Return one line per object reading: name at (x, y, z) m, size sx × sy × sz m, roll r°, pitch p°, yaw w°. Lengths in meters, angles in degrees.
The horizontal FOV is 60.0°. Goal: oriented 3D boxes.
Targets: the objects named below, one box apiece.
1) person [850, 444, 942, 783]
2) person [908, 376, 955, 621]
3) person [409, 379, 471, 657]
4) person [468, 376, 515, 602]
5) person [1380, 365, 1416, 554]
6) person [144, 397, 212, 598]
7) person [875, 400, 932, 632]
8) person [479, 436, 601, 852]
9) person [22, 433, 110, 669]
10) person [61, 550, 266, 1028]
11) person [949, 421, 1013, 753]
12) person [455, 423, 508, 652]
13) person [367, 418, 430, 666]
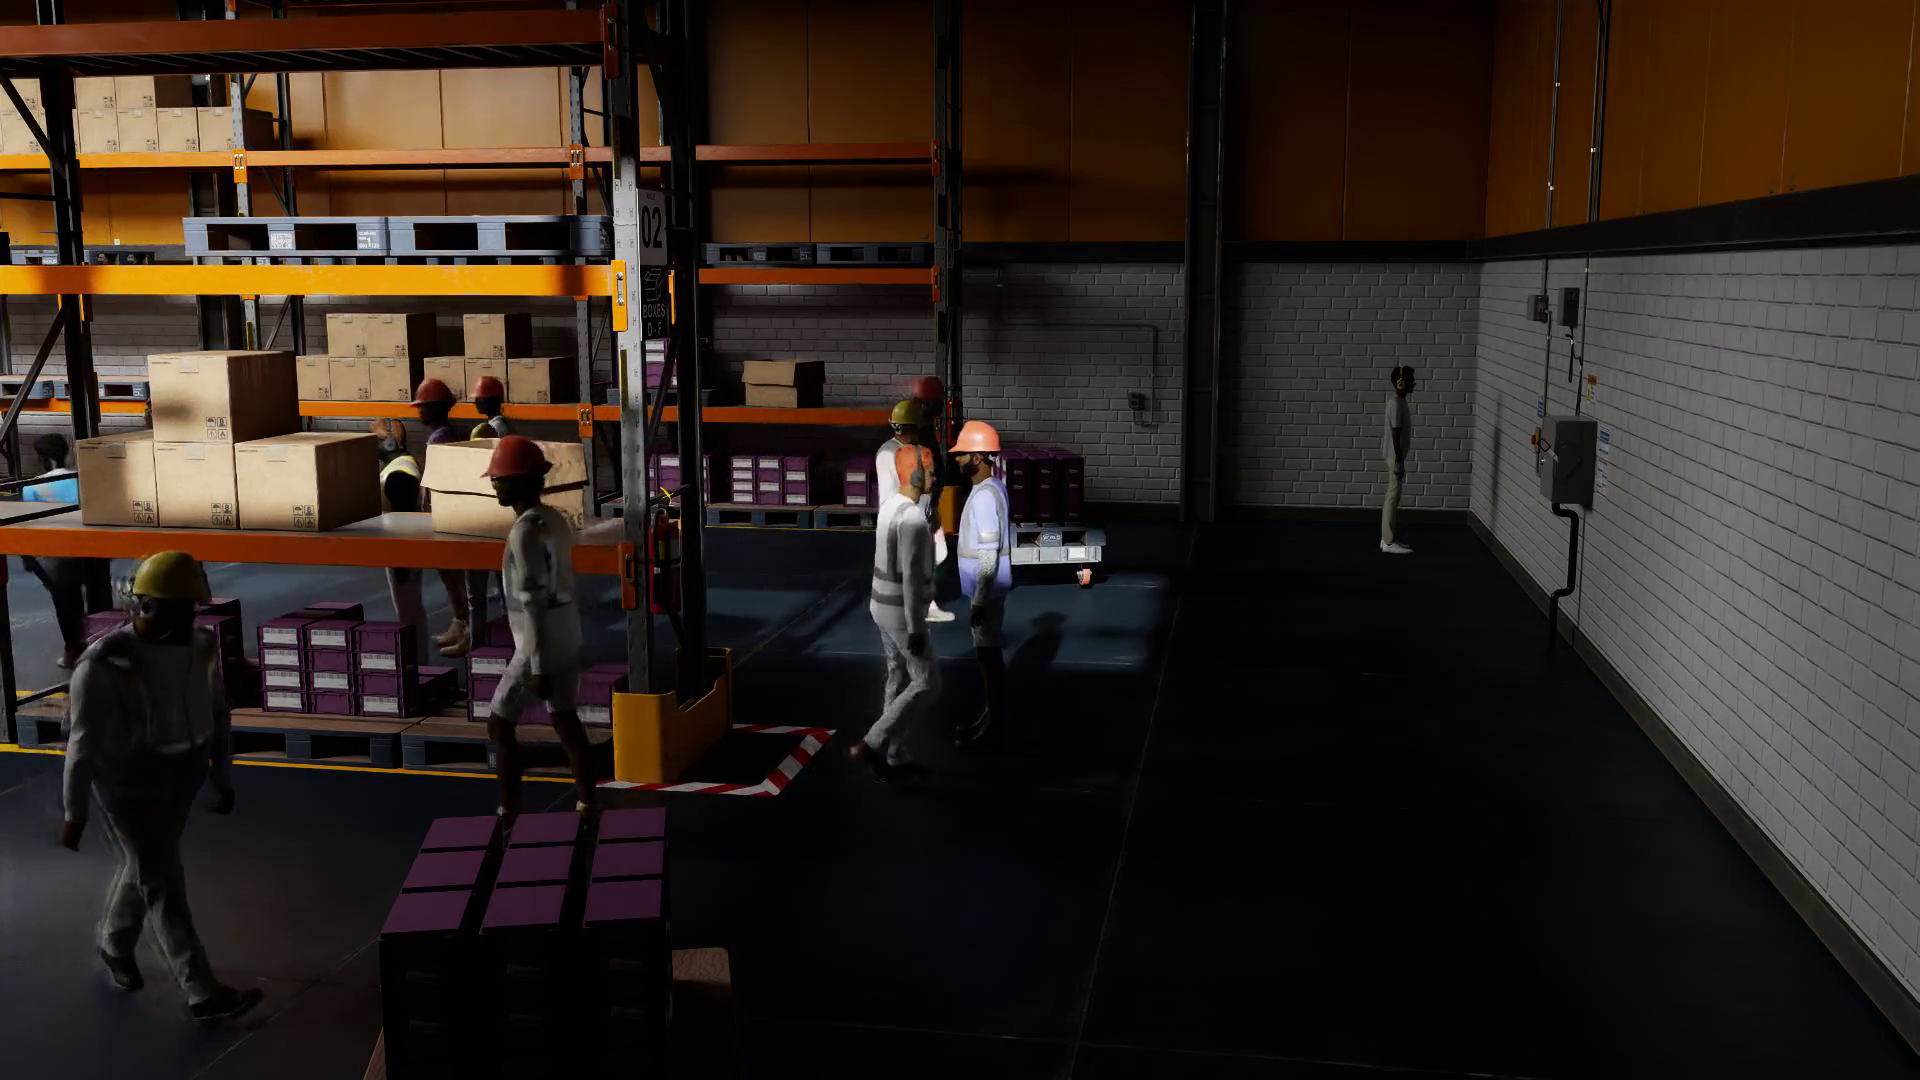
person at (-0.325, 0.419, 8.980) m, size 0.445 × 1.876 × 0.624 m, roll -3°, pitch 10°, yaw -16°
person at (-0.318, -0.305, 13.172) m, size 0.517 × 1.979 × 0.624 m, roll -1°, pitch 9°, yaw -4°
person at (-3.733, -0.153, 12.125) m, size 0.523 × 2.018 × 0.602 m, roll -1°, pitch 9°, yaw -6°
person at (-3.928, -0.418, 14.021) m, size 0.400 × 1.926 × 0.566 m, roll -2°, pitch 9°, yaw -14°
person at (4.385, -0.804, 16.600) m, size 0.329 × 1.872 × 0.510 m, roll 2°, pitch 9°, yaw 11°
person at (-5.740, -0.126, 12.180) m, size 0.628 × 1.940 × 0.378 m, roll 8°, pitch 12°, yaw 39°
person at (-0.414, -0.151, 12.667) m, size 0.403 × 1.830 × 0.598 m, roll 4°, pitch 10°, yaw 24°
person at (-2.109, 0.510, 8.015) m, size 0.821 × 2.014 × 0.624 m, roll 1°, pitch 9°, yaw 5°
person at (-6.369, 0.070, 11.829) m, size 0.588 × 1.649 × 0.570 m, roll 6°, pitch 11°, yaw 33°
person at (-3.045, 0.914, 6.248) m, size 0.956 × 1.776 × 0.630 m, roll 4°, pitch 10°, yaw 21°
person at (0.119, 0.273, 9.705) m, size 0.371 × 1.939 × 0.543 m, roll 1°, pitch 9°, yaw 6°
person at (-3.238, 0.077, 11.456) m, size 0.522 × 1.768 × 0.311 m, roll -3°, pitch 10°, yaw -18°
person at (-3.756, 0.098, 11.132) m, size 0.430 × 1.836 × 0.630 m, roll -4°, pitch 10°, yaw -21°
